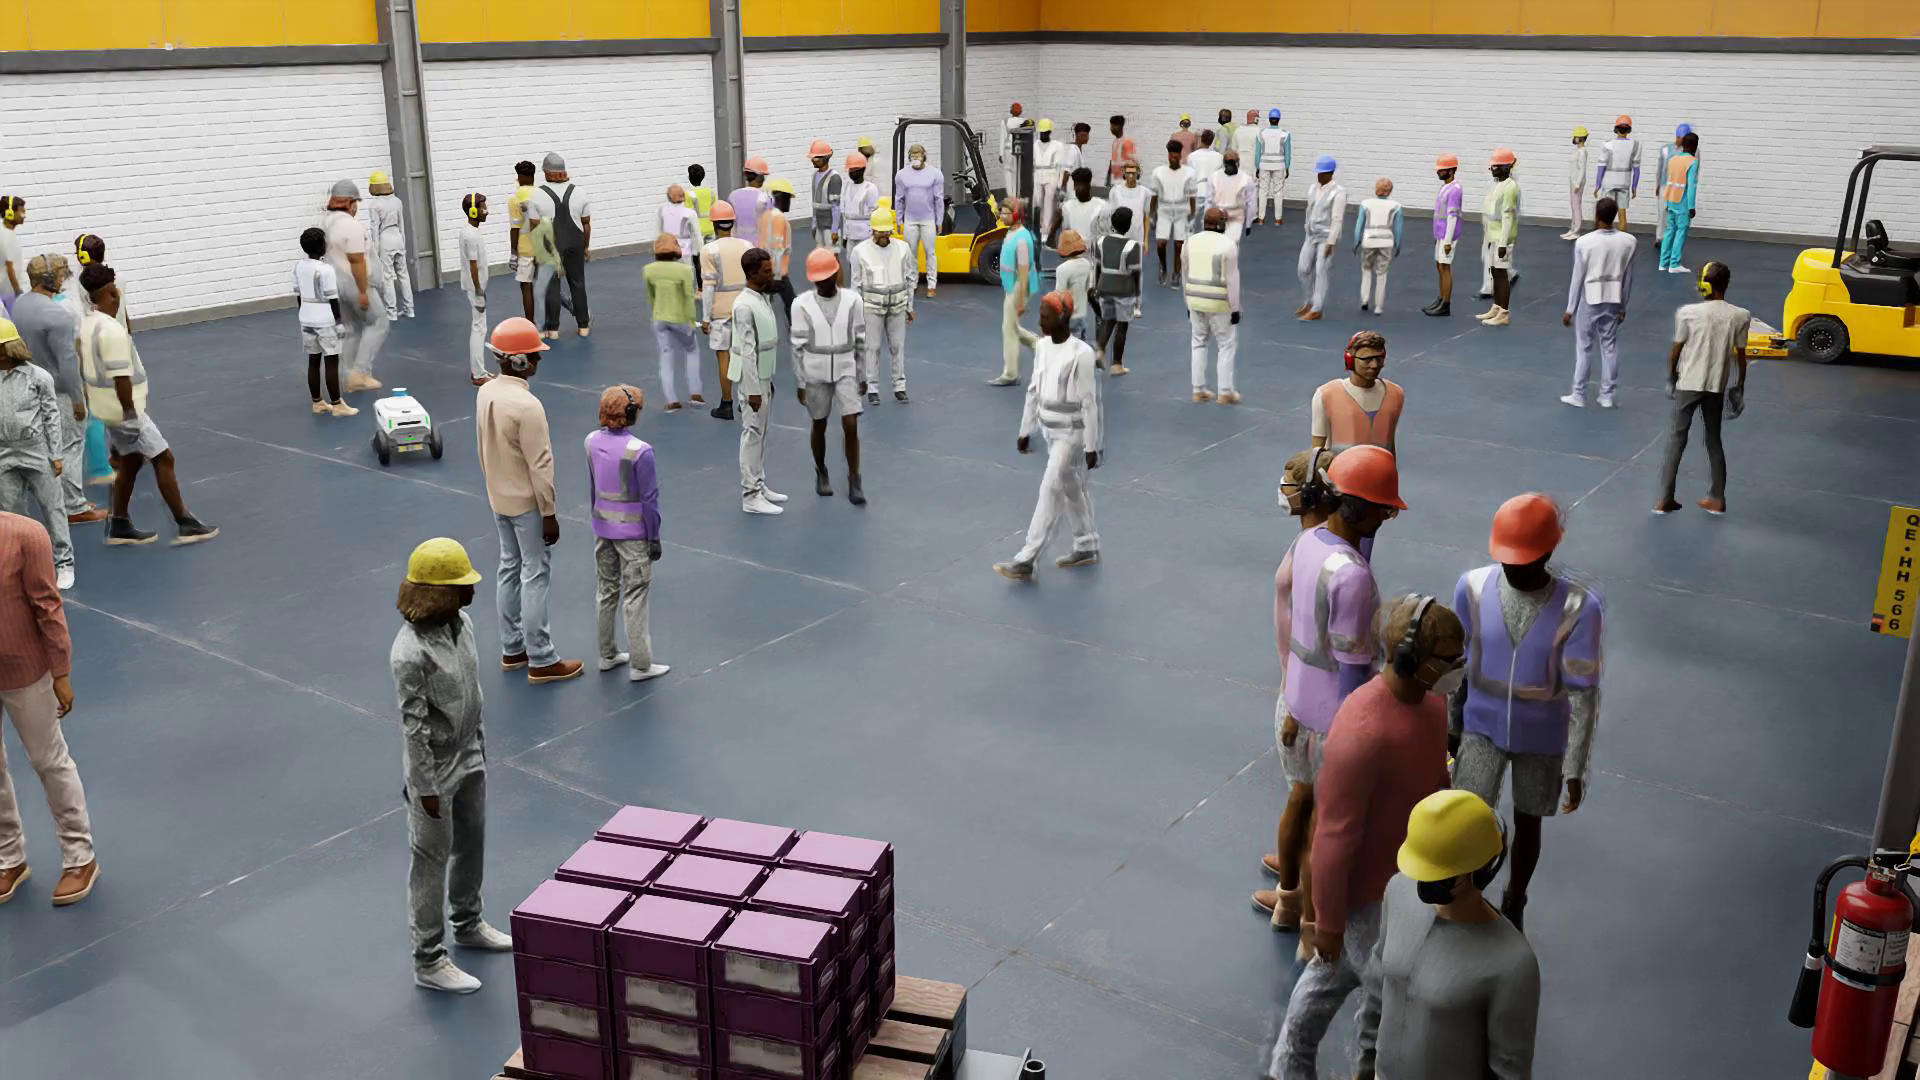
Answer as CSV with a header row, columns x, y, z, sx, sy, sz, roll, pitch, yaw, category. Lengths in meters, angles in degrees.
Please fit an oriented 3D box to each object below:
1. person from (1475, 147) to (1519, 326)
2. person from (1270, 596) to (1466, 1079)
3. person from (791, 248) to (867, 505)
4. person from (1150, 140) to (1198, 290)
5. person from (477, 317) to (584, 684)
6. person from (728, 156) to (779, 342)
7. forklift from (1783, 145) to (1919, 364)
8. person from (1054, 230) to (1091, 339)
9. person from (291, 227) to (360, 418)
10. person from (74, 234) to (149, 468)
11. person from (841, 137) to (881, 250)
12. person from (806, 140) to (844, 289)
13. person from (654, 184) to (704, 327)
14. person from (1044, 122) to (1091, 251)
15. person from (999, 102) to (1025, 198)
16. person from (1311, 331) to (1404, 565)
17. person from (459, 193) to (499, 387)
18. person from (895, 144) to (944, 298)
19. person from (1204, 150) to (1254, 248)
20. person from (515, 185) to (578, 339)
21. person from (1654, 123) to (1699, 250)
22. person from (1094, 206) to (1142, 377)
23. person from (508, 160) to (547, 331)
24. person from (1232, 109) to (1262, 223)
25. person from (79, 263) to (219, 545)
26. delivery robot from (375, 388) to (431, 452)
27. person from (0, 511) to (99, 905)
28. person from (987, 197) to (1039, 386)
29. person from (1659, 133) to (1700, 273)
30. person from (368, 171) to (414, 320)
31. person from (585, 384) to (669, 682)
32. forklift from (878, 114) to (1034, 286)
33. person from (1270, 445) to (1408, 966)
x,y,z,sx,sy,sz,roll,pitch,yaw,category
6.206,-3.494,19.209,0.418,2.034,0.604,1,18,4,person
1.391,1.087,5.092,0.985,1.889,0.648,12,21,32,person
-0.946,-1.190,12.223,0.564,1.887,0.818,-4,18,-12,person
2.774,-4.220,21.609,0.623,1.937,0.454,3,18,9,person
-2.349,-0.213,8.996,0.389,1.992,0.625,-16,24,-40,person
-2.216,-3.145,18.115,0.611,2.032,0.410,10,20,28,person
9.803,-2.879,17.013,2.313,2.155,1.214,12,21,33,forklift
1.005,-2.026,15.272,0.360,1.629,0.503,13,22,36,person
-5.708,-1.937,14.868,0.534,1.697,0.322,11,21,32,person
-6.793,-1.498,13.250,0.342,1.856,0.522,2,18,8,person
-1.443,-5.173,24.969,0.496,1.700,0.836,15,23,40,person
-1.662,-3.854,20.336,0.416,2.034,0.603,-11,21,-32,person
-3.201,-3.273,19.168,0.600,1.621,0.507,4,18,14,person
1.707,-5.294,25.009,0.941,1.908,0.635,1,18,3,person
1.035,-7.304,31.388,0.599,1.860,0.655,-1,18,-3,person
2.226,-0.280,9.445,0.563,1.847,0.389,-6,19,-18,person
-4.665,-2.420,16.123,0.325,1.862,0.511,-6,19,-17,person
-0.517,-4.040,21.086,0.636,1.928,0.380,3,18,10,person
3.501,-4.157,21.632,0.613,1.812,0.784,8,19,23,person
-4.563,-3.102,18.505,0.532,1.716,0.815,16,24,41,person
10.888,-5.384,25.342,0.622,1.877,1.023,10,20,29,person
1.575,-2.462,16.528,0.548,1.682,0.361,14,22,37,person
-4.750,-3.218,18.477,0.387,1.952,0.610,12,21,34,person
4.978,-6.403,28.500,0.655,1.906,0.407,15,23,38,person
-5.536,-0.900,11.259,0.708,1.922,0.651,-14,23,-37,person
-4.574,-1.005,13.649,0.477,0.478,0.707,-9,20,-25,delivery robot
-3.891,0.538,6.676,0.624,1.980,0.410,-2,18,-6,person
0.614,-2.392,16.064,0.633,1.830,0.587,-2,18,-6,person
9.999,-4.684,23.125,0.401,1.907,0.600,-3,18,-10,person
-6.741,-3.460,19.578,0.325,1.737,0.488,9,20,27,person
-1.819,-0.036,9.035,0.510,1.629,0.316,13,22,34,person
-0.171,-4.594,22.377,2.313,2.155,1.214,1,18,3,forklift
1.431,0.632,6.295,0.392,2.033,0.605,-2,18,-8,person
